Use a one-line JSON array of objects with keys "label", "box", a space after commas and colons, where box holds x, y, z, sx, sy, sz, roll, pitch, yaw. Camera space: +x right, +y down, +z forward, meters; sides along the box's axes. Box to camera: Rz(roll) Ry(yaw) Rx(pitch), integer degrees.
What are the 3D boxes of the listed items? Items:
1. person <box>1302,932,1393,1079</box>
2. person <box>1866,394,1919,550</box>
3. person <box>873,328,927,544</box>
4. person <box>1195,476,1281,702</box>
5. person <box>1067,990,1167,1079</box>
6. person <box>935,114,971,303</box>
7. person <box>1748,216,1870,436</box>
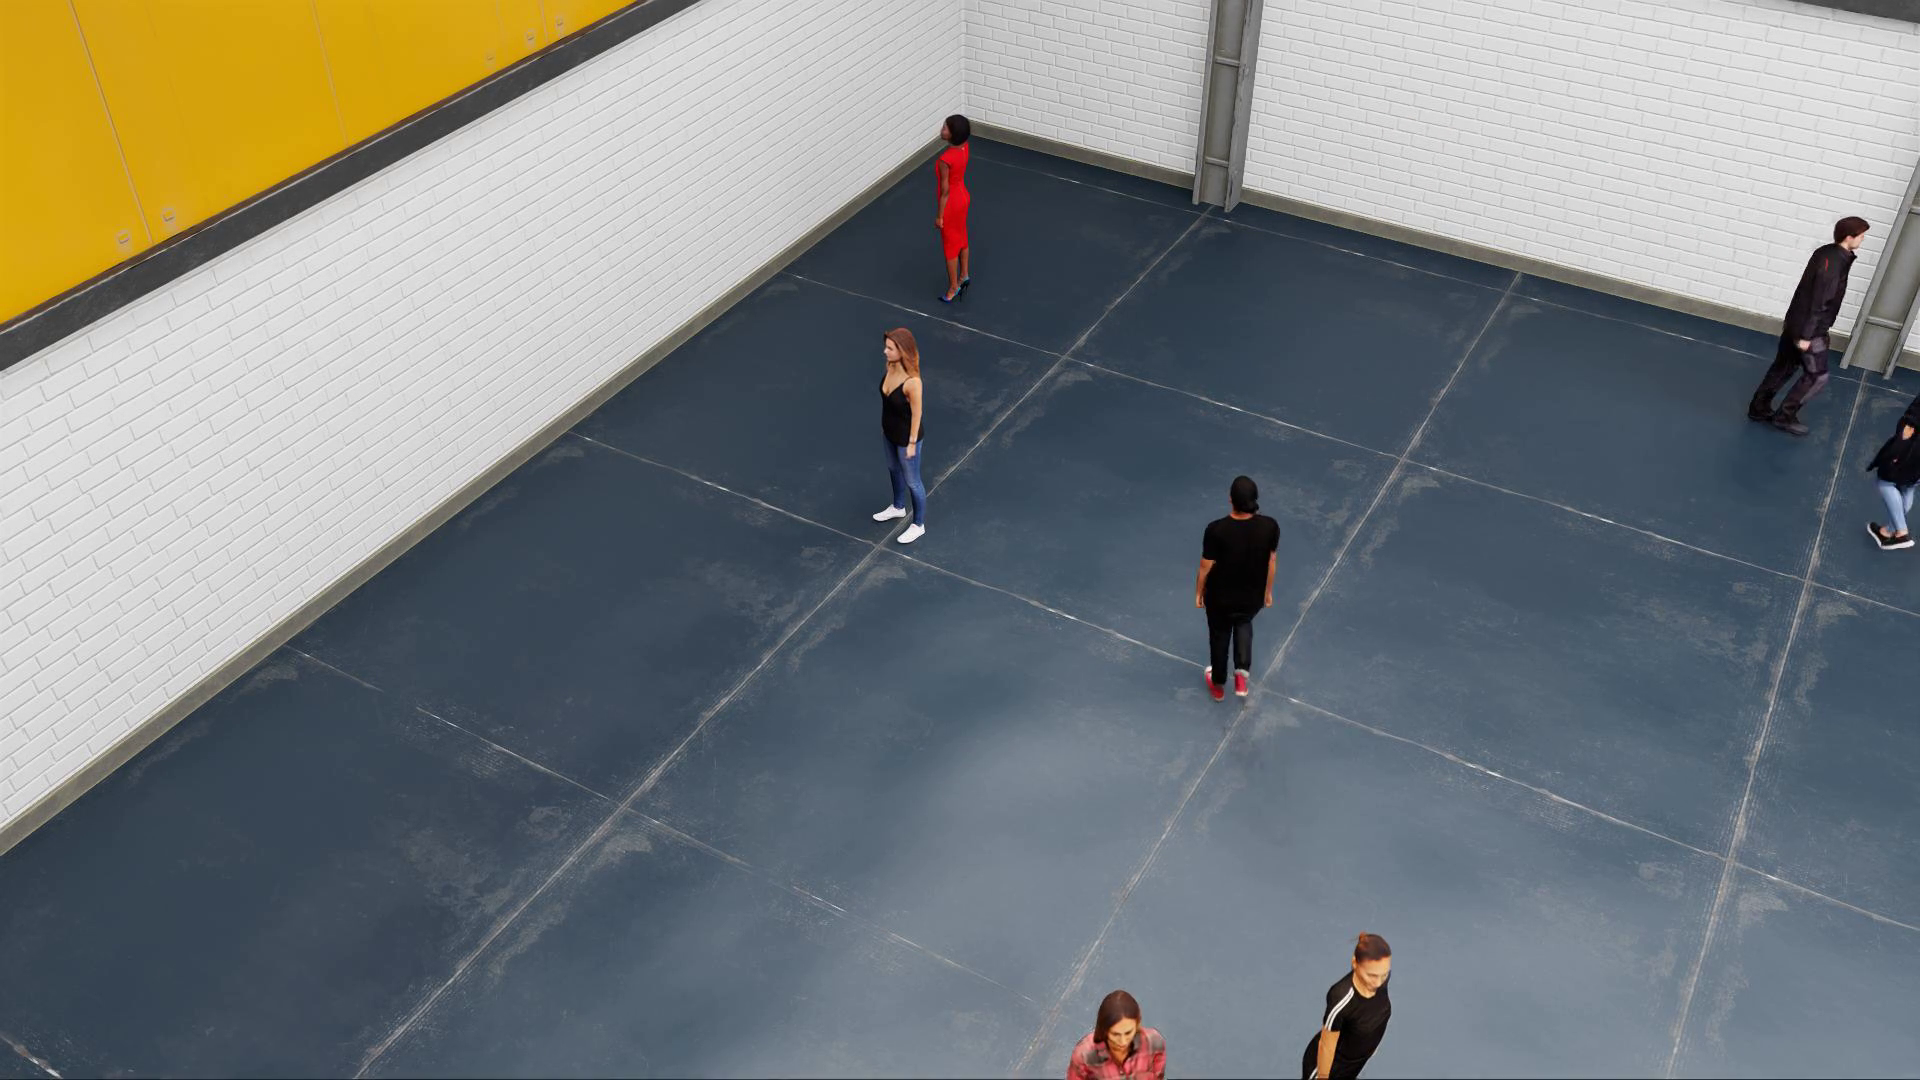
[{"label": "person", "box": [1.817, 2.437, 7.942, 0.642, 1.668, 0.621, -27, 46, -30]}, {"label": "person", "box": [6.801, -0.566, 11.699, 0.849, 1.672, 0.903, -5, 39, -7]}, {"label": "person", "box": [-0.410, -0.775, 11.920, 0.725, 1.723, 0.606, -23, 44, -26]}, {"label": "person", "box": [1.748, 0.379, 10.453, 0.810, 1.752, 0.876, -4, 39, -5]}, {"label": "person", "box": [0.705, 2.598, 7.725, 0.949, 1.687, 0.994, -7, 39, -9]}, {"label": "person", "box": [-0.056, -2.902, 14.570, 0.497, 1.739, 0.576, 18, 42, 21]}, {"label": "person", "box": [6.524, -1.690, 12.990, 0.776, 1.817, 0.802, 13, 40, 15]}]
